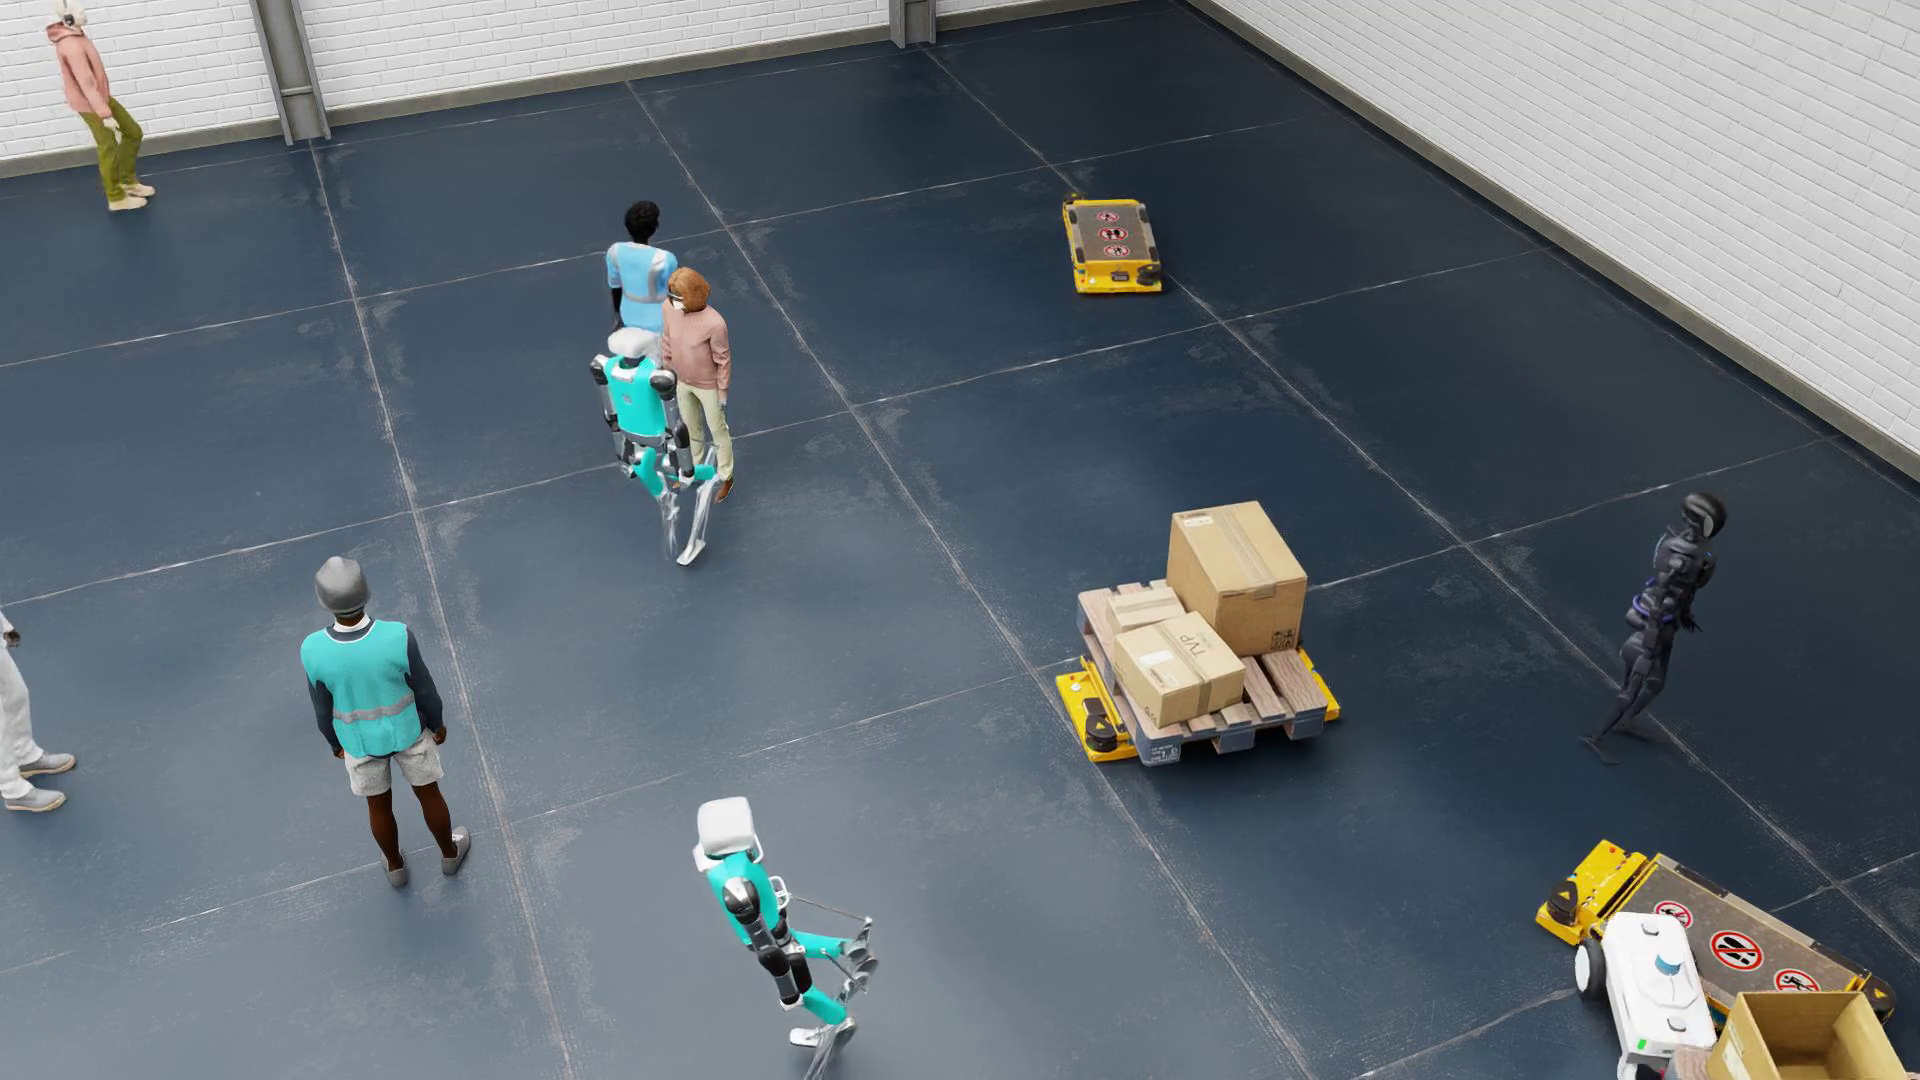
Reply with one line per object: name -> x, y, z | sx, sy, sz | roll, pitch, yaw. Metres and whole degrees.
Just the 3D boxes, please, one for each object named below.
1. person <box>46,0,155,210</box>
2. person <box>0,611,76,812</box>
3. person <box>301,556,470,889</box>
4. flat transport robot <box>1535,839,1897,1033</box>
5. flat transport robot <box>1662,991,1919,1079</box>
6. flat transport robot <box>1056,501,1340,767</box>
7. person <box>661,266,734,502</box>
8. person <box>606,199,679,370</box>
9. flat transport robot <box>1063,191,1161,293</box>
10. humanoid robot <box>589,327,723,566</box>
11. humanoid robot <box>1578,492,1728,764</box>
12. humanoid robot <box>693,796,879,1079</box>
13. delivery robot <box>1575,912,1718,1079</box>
person -> -7.025, -3.584, 13.664 | 0.510, 1.816, 0.559 | -12, 39, -15
person -> -4.856, 0.582, 8.197 | 0.366, 1.877, 0.593 | -7, 38, -9
person -> -2.683, 0.883, 7.751 | 0.557, 1.943, 0.415 | -9, 39, -12
flat transport robot -> 3.504, 1.941, 7.747 | 1.431, 0.231, 0.659 | 31, 47, 34
flat transport robot -> 3.382, 2.791, 6.641 | 1.431, 0.231, 0.659 | 5, 38, 6
flat transport robot -> 1.308, 0.833, 9.189 | 1.431, 0.231, 0.659 | -9, 38, -11
person -> -1.647, -0.982, 10.430 | 0.498, 1.633, 0.282 | 19, 42, 23
person -> -2.065, -1.482, 11.071 | 0.526, 1.640, 0.895 | 20, 42, 24
flat transport robot -> 1.213, -2.407, 13.407 | 0.659, 0.231, 1.431 | -1, 38, -1
humanoid robot -> -1.701, -0.510, 9.821 | 0.536, 1.897, 0.769 | 15, 40, 19
humanoid robot -> 3.594, 0.438, 8.551 | 0.356, 1.649, 0.601 | 26, 45, 30
humanoid robot -> -0.619, 1.680, 6.909 | 0.848, 1.792, 0.532 | -13, 39, -17
delivery robot -> 3.087, 2.024, 7.419 | 0.499, 0.613, 0.796 | 4, 38, 5
